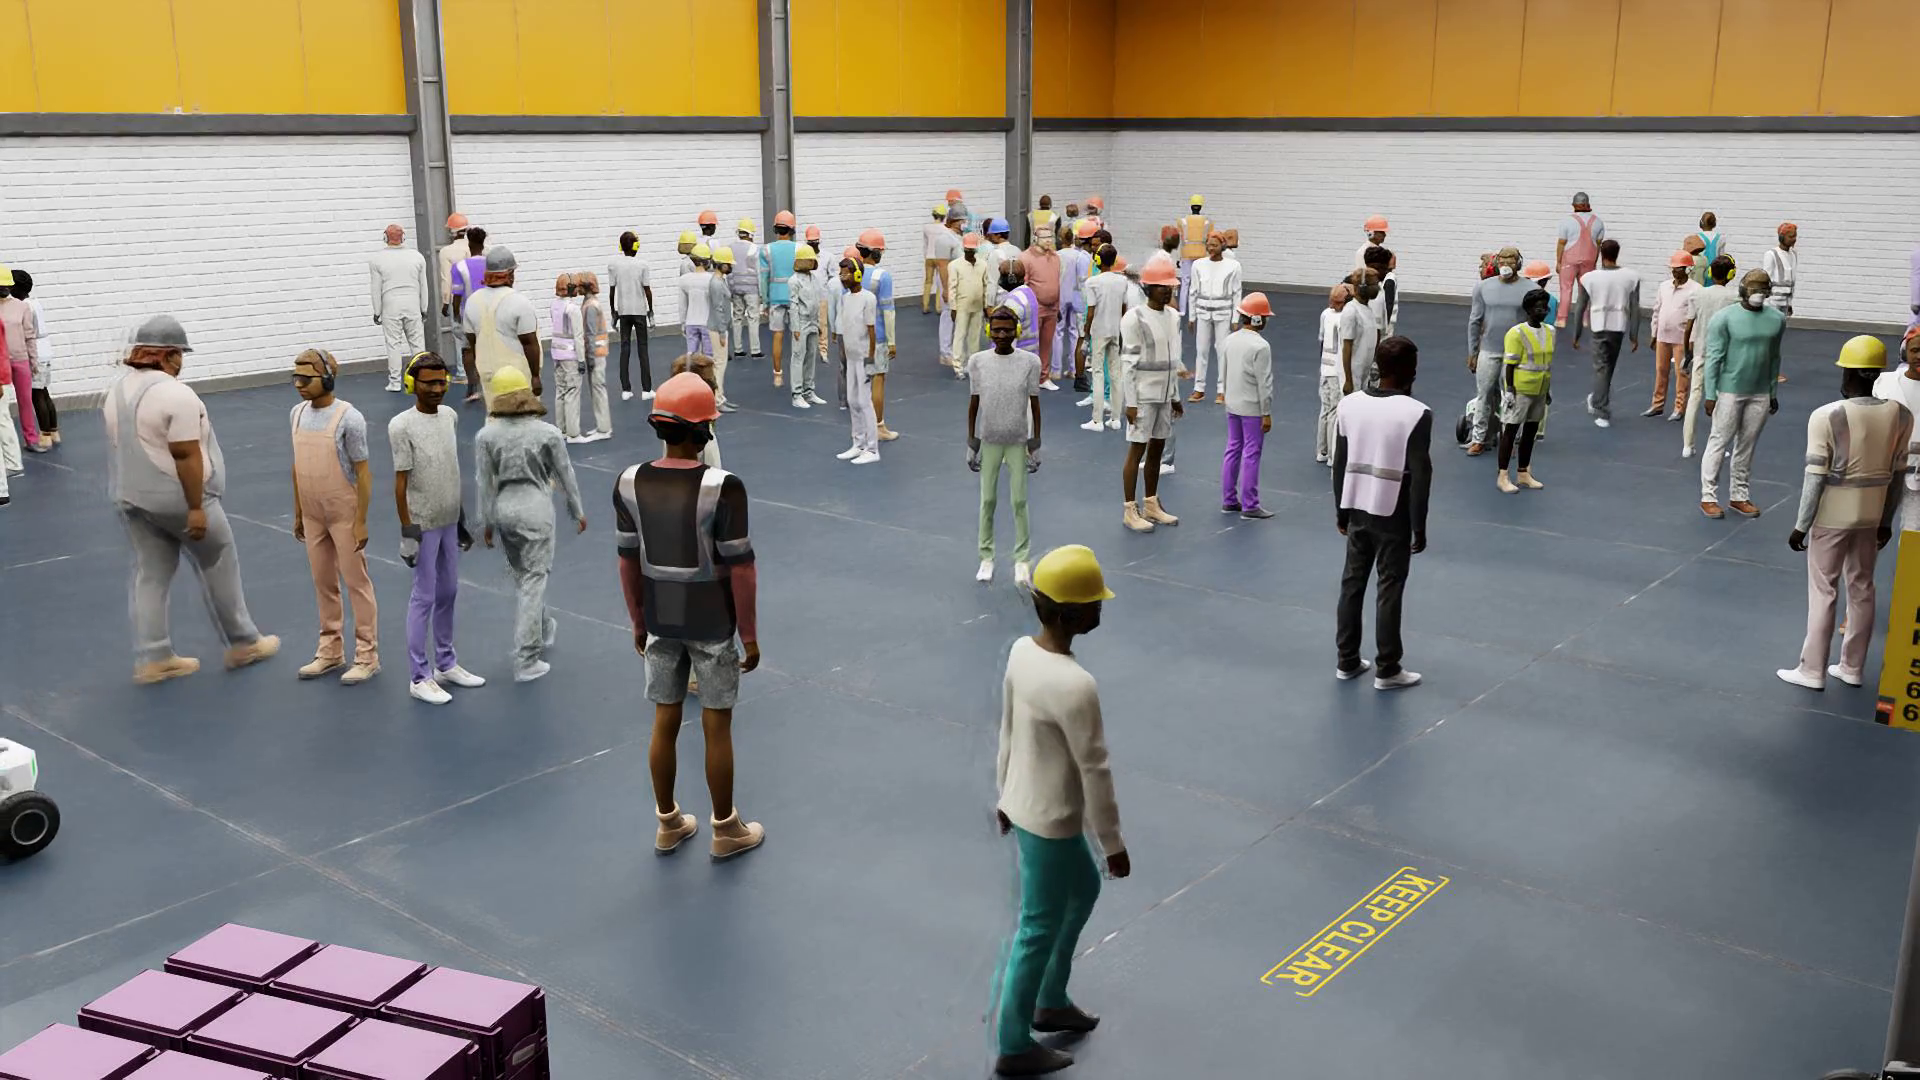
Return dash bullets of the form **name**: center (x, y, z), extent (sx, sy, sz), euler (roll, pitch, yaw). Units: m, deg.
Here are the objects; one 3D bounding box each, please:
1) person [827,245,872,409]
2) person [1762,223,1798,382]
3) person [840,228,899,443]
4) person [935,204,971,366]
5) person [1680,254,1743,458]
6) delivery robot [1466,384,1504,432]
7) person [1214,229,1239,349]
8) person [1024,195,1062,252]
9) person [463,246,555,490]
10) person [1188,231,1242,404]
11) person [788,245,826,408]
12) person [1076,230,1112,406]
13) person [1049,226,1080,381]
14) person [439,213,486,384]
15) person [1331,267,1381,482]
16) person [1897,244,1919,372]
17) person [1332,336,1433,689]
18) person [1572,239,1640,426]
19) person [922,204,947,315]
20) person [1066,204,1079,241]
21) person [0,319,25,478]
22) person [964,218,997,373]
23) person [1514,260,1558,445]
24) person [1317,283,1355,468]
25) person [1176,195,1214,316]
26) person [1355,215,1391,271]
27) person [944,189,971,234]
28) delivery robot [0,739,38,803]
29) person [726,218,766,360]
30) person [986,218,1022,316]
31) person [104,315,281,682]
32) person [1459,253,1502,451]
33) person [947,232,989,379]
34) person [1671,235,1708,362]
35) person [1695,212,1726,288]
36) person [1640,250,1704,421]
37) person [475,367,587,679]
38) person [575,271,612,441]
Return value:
- **person**: center (-1.132, -2.269, 17.821), extent (0.559, 1.751, 0.326), euler (4, 15, 15)
- **person**: center (9.660, -2.796, 19.665), extent (0.584, 1.882, 0.337), euler (-10, 17, -34)
- **person**: center (-0.851, -1.964, 16.016), extent (0.616, 2.041, 0.383), euler (10, 17, 36)
- **person**: center (-0.007, -3.250, 21.162), extent (0.535, 2.000, 0.686), euler (7, 16, 26)
- **person**: center (6.866, -1.669, 15.191), extent (0.526, 1.869, 0.315), euler (12, 18, 39)
- **delivery robot**: center (5.157, -1.278, 16.103), extent (0.477, 0.478, 0.707), euler (9, 16, 31)
- **person**: center (3.624, -3.382, 22.512), extent (0.264, 1.632, 0.508), euler (-2, 14, -7)
- **person**: center (1.439, -4.983, 28.515), extent (0.660, 1.833, 0.430), euler (4, 15, 17)
- **person**: center (-3.720, -1.413, 13.820), extent (0.684, 2.000, 0.538), euler (7, 15, 25)
- **person**: center (2.783, -2.433, 18.215), extent (0.576, 1.881, 0.352), euler (7, 15, 25)
- **person**: center (-1.660, -2.315, 18.024), extent (0.289, 1.746, 0.486), euler (8, 16, 29)
- **person**: center (1.534, -2.360, 17.853), extent (0.392, 1.919, 0.591), euler (-8, 16, -28)
- **person**: center (1.258, -2.824, 19.888), extent (0.515, 1.835, 0.359), euler (-8, 16, -28)
- **person**: center (-5.851, -2.847, 19.638), extent (0.375, 1.997, 0.609), euler (11, 18, 38)
- **person**: center (3.370, -1.393, 14.138), extent (0.329, 1.843, 0.516), euler (8, 16, 30)
- **person**: center (11.790, -2.938, 20.219), extent (0.650, 1.898, 0.406), euler (-9, 17, -32)
- **person**: center (2.268, -0.144, 9.010), extent (0.393, 1.913, 0.590), euler (-11, 18, -38)
- **person**: center (6.624, -2.144, 17.110), extent (0.598, 1.856, 1.039), euler (1, 14, 5)
- **person**: center (-0.369, -4.504, 26.757), extent (0.523, 1.757, 0.355), euler (9, 16, 31)
- **person**: center (2.013, -5.137, 29.535), extent (0.312, 1.634, 0.514), euler (4, 14, 14)
- **person**: center (-8.414, -1.402, 14.385), extent (0.577, 1.738, 0.354), euler (13, 19, 42)
- **person**: center (0.403, -3.014, 20.539), extent (0.855, 1.888, 0.606), euler (-5, 15, -18)
- **person**: center (5.459, -1.783, 15.877), extent (0.340, 1.752, 0.564), euler (12, 18, 39)
- **person**: center (3.374, -1.465, 14.837), extent (0.306, 1.641, 0.522), euler (-2, 14, -8)
- **person**: center (3.738, -4.531, 26.538), extent (0.586, 1.919, 0.397), euler (1, 14, 4)
- **person**: center (4.766, -2.766, 19.318), extent (0.397, 1.992, 0.621), euler (9, 17, 32)
- **person**: center (0.023, -4.909, 27.973), extent (0.725, 1.962, 0.668), euler (-11, 18, -37)
- **delivery robot**: center (-4.219, 1.037, 6.851), extent (0.477, 0.478, 0.707), euler (10, 17, 35)
- **person**: center (-2.767, -3.257, 21.633), extent (0.594, 1.824, 0.403), euler (7, 16, 26)
- **person**: center (0.504, -2.835, 19.716), extent (0.416, 1.939, 0.604), euler (10, 17, 35)
- **person**: center (-4.298, -0.269, 9.249), extent (0.698, 2.000, 0.878), euler (7, 16, 27)
- **person**: center (4.963, -1.754, 15.578), extent (0.390, 1.846, 0.564), euler (9, 17, 31)
- **person**: center (0.117, -2.819, 20.023), extent (0.565, 1.749, 0.325), euler (-9, 17, -33)
- **person**: center (9.379, -3.096, 21.369), extent (0.499, 1.633, 0.280), euler (-10, 17, -36)
- **person**: center (10.285, -3.610, 23.025), extent (0.501, 1.839, 0.340), euler (0, 14, 0)
- **person**: center (7.383, -2.112, 17.195), extent (0.325, 1.752, 0.563), euler (-9, 17, -32)
- **person**: center (-2.394, -0.127, 9.368), extent (0.536, 1.690, 0.891), euler (2, 14, 7)
- **person**: center (-3.559, -1.786, 16.143), extent (0.314, 1.633, 0.522), euler (-3, 14, -13)
